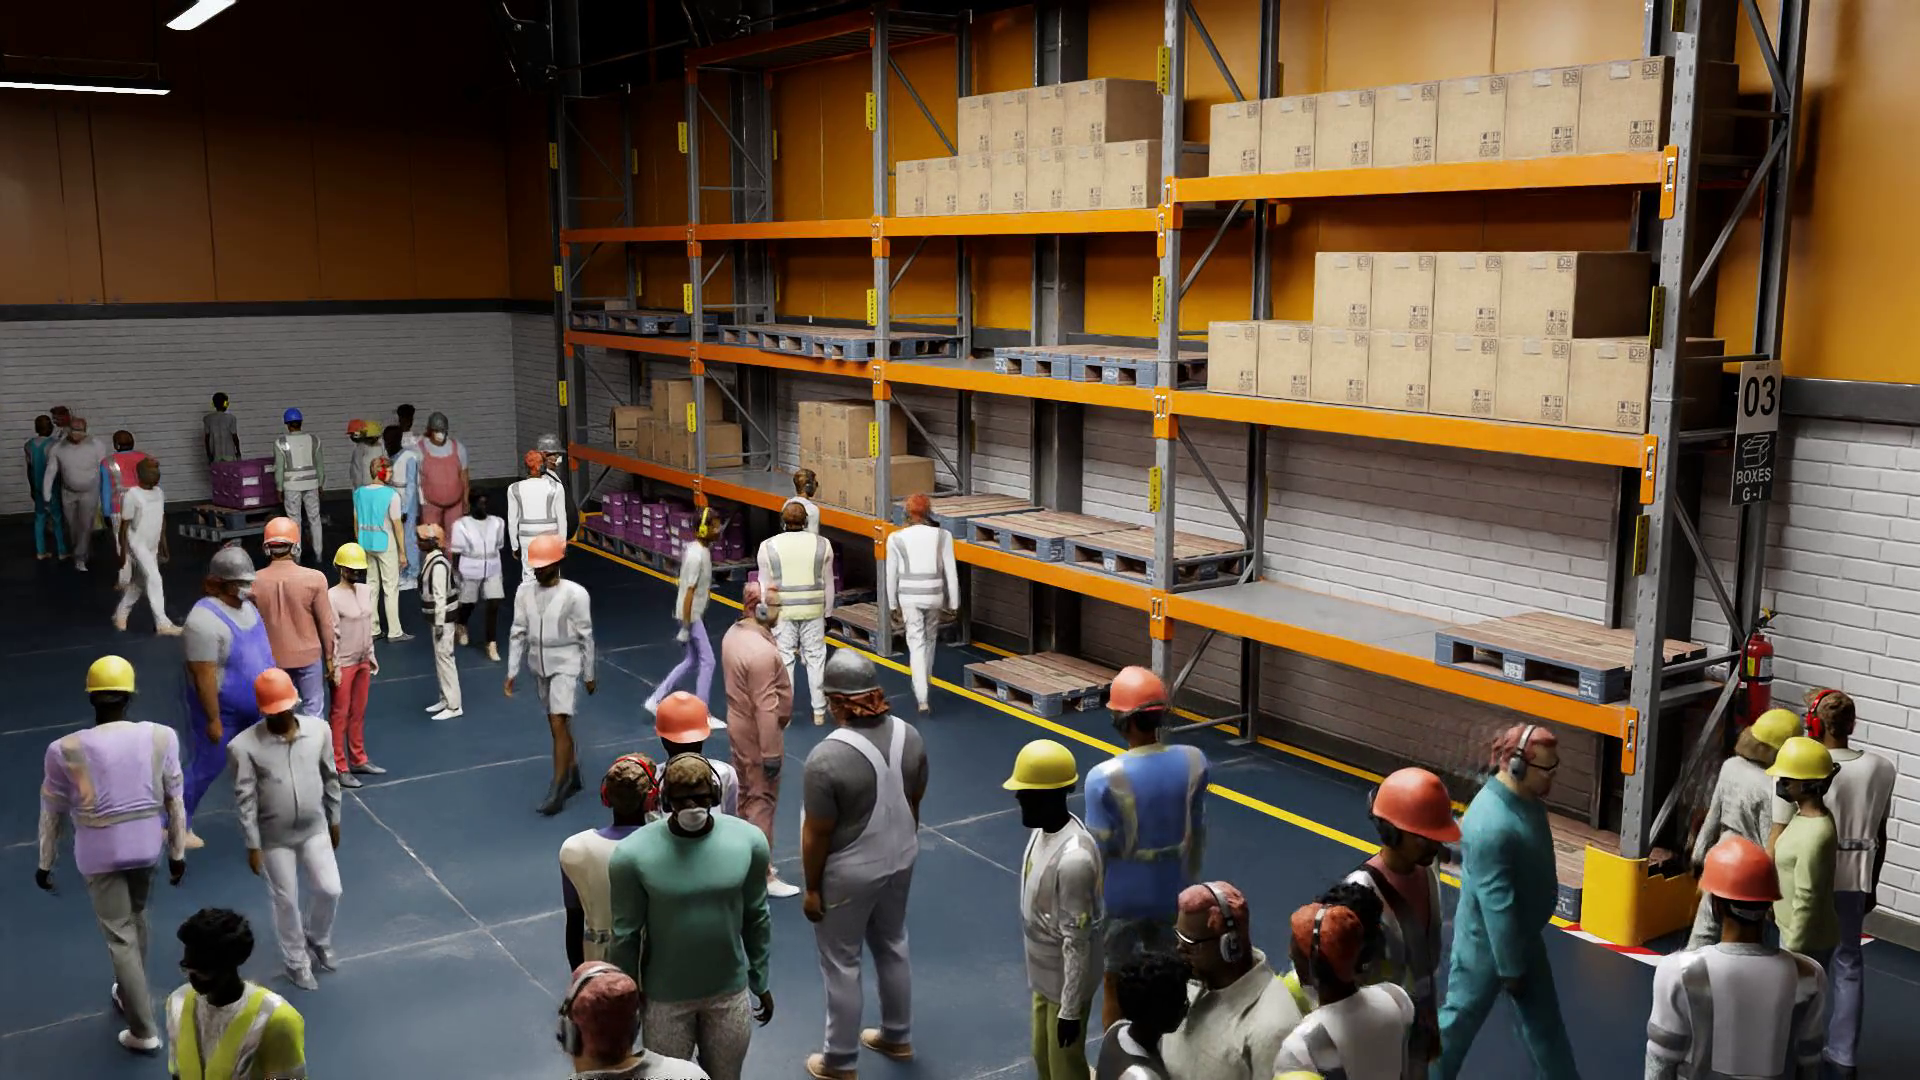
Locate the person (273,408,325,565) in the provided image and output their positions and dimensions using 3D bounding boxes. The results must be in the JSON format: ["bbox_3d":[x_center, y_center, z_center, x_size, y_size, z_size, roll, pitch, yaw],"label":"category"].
[{"bbox_3d":[-8.175,-0.663,20.596,0.602,1.943,0.394,-8,13,-41],"label":"person"}]

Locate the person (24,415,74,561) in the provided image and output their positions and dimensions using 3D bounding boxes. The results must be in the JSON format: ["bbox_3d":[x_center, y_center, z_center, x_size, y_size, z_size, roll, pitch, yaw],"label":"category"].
[{"bbox_3d":[-11.425,-0.648,20.839,0.504,1.838,0.338,1,10,3],"label":"person"}]

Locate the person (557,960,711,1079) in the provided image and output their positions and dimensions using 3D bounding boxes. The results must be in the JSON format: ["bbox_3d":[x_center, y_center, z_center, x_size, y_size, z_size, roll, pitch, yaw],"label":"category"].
[{"bbox_3d":[-0.947,2.093,4.580,0.403,1.894,0.655,9,13,43],"label":"person"}]

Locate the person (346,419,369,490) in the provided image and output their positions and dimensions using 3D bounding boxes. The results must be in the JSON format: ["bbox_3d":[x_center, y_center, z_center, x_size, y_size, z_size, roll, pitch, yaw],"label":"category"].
[{"bbox_3d":[-7.648,-0.675,21.272,0.353,1.738,0.574,-1,10,-6],"label":"person"}]

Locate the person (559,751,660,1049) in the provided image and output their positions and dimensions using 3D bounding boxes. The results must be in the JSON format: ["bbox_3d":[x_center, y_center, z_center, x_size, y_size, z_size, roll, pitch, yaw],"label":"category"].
[{"bbox_3d":[-1.294,1.762,6.638,0.564,1.848,0.388,1,10,4],"label":"person"}]

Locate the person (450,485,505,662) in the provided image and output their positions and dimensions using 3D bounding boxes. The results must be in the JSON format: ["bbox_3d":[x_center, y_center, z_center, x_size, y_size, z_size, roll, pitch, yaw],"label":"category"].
[{"bbox_3d":[-4.595,0.288,15.812,0.530,1.673,0.751,-7,12,-34],"label":"person"}]

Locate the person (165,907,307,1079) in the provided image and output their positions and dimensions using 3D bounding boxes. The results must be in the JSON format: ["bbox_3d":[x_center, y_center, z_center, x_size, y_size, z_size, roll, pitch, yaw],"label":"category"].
[{"bbox_3d":[-2.395,2.025,5.553,0.564,1.691,0.326,3,10,18],"label":"person"}]

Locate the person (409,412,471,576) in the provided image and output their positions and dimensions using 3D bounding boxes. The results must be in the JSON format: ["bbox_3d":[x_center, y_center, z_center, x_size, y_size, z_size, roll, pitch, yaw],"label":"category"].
[{"bbox_3d":[-6.038,-0.504,19.378,0.692,2.000,0.538,-6,11,-31],"label":"person"}]

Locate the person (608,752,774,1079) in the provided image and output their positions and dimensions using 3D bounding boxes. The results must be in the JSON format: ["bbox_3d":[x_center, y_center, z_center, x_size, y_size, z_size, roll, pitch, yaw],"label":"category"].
[{"bbox_3d":[-1.027,1.751,6.436,0.636,1.938,0.355,-4,10,-22],"label":"person"}]

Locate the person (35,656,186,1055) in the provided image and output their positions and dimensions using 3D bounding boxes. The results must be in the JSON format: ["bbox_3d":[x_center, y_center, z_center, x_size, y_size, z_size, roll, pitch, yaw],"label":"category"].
[{"bbox_3d":[-4.135,1.496,8.084,0.898,1.884,0.604,9,13,41],"label":"person"}]

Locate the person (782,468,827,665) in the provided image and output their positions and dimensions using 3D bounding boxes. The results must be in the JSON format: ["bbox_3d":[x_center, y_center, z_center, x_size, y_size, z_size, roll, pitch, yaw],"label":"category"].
[{"bbox_3d":[-1.472,0.244,15.603,0.352,1.837,0.502,-9,13,-43],"label":"person"}]

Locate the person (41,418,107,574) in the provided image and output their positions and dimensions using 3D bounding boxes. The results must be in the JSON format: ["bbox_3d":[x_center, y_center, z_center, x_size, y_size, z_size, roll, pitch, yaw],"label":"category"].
[{"bbox_3d":[-10.730,-0.556,20.220,0.759,1.865,0.809,-2,10,-11],"label":"person"}]

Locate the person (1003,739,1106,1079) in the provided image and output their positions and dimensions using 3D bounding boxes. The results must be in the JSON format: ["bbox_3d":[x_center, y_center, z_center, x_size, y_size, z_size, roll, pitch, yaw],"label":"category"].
[{"bbox_3d":[0.372,1.729,6.633,0.398,1.919,0.595,-2,10,-9],"label":"person"}]

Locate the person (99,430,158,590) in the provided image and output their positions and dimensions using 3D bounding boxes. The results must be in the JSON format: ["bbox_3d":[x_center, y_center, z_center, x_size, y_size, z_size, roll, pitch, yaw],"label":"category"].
[{"bbox_3d":[-9.512,-0.344,19.065,0.431,1.835,0.624,9,13,42],"label":"person"}]

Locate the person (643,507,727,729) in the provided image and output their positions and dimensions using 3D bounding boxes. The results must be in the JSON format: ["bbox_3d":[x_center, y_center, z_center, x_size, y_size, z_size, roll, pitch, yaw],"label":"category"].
[{"bbox_3d":[-2.210,0.626,13.390,0.715,1.834,0.534,-1,10,-5],"label":"person"}]

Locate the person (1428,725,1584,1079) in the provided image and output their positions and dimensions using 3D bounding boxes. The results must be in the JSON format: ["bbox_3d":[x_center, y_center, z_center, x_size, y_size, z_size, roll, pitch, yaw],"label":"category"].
[{"bbox_3d":[2.409,1.693,7.012,0.966,1.856,0.659,6,11,32],"label":"person"}]

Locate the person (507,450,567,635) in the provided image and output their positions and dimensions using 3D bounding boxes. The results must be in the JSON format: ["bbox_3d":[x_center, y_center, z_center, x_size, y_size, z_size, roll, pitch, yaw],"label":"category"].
[{"bbox_3d":[-4.210,0.042,16.628,0.575,1.885,0.361,-1,10,-3],"label":"person"}]

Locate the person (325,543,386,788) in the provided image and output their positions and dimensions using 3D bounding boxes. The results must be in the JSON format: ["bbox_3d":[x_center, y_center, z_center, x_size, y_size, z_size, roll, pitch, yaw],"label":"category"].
[{"bbox_3d":[-4.384,0.889,12.021,0.329,1.764,0.524,3,10,14],"label":"person"}]

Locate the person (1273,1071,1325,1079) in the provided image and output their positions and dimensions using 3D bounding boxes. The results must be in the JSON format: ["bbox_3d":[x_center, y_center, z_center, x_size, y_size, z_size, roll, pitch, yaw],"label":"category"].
[{"bbox_3d":[0.845,2.209,4.349,0.322,1.737,0.484,2,10,13],"label":"person"}]

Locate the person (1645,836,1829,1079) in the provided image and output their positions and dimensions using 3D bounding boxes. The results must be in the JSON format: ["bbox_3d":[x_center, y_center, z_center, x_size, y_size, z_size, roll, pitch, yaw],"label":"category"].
[{"bbox_3d":[2.514,1.920,5.480,0.544,1.930,0.388,1,10,4],"label":"person"}]

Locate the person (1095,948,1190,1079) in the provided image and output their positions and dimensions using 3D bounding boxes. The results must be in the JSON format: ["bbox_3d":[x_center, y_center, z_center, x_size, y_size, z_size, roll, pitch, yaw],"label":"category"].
[{"bbox_3d":[0.544,2.085,5.212,0.348,1.685,0.539,-1,10,-4],"label":"person"}]

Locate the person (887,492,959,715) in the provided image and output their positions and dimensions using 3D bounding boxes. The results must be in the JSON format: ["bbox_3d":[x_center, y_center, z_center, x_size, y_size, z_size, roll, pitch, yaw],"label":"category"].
[{"bbox_3d":[-0.314,0.520,13.999,0.586,1.845,0.988,-2,10,-11],"label":"person"}]

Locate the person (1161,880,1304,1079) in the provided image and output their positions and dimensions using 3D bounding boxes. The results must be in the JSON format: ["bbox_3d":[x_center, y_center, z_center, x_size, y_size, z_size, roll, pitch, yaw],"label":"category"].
[{"bbox_3d":[0.807,1.982,5.223,0.400,1.893,0.658,-4,10,-23],"label":"person"}]

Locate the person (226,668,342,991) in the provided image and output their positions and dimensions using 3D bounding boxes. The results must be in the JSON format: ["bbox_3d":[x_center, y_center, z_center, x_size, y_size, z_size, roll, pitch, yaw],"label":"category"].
[{"bbox_3d":[-3.441,1.491,8.579,0.567,1.727,0.369,-9,13,-43],"label":"person"}]

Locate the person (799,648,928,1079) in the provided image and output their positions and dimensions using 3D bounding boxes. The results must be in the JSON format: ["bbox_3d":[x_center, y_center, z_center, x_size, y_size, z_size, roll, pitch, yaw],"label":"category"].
[{"bbox_3d":[-0.493,1.486,7.698,0.536,2.000,0.686,9,13,43],"label":"person"}]

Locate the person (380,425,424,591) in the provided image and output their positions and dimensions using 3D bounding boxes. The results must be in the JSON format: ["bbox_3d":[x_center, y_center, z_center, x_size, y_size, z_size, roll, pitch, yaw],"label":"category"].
[{"bbox_3d":[-6.393,-0.370,19.011,0.627,1.902,0.466,7,12,36],"label":"person"}]

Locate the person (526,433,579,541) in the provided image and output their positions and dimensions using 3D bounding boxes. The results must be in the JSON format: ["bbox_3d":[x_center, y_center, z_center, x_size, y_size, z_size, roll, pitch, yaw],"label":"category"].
[{"bbox_3d":[-4.150,-0.087,16.928,0.535,2.000,0.681,-2,10,-12],"label":"person"}]

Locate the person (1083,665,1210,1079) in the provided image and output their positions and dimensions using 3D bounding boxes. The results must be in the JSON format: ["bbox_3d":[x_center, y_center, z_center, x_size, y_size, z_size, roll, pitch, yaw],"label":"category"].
[{"bbox_3d":[0.829,1.560,7.306,0.639,2.024,0.640,-4,11,-23],"label":"person"}]

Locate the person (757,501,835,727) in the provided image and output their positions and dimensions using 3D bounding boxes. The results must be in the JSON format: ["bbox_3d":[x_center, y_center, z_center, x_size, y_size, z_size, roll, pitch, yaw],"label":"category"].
[{"bbox_3d":[-1.327,0.600,13.480,0.624,1.845,0.430,-2,10,-11],"label":"person"}]

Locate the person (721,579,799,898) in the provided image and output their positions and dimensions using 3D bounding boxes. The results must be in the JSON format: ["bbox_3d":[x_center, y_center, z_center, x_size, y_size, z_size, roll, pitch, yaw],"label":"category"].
[{"bbox_3d":[-1.187,1.173,9.936,0.403,1.904,0.651,-4,11,-23],"label":"person"}]

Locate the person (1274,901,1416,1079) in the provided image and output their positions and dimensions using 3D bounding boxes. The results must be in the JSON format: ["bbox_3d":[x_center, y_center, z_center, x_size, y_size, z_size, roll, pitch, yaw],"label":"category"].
[{"bbox_3d":[1.135,2.005,5.161,0.614,1.869,0.425,-7,12,-36],"label":"person"}]

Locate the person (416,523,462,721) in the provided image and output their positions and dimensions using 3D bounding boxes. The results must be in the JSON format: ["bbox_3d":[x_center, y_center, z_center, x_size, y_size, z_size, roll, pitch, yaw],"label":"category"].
[{"bbox_3d":[-4.296,0.665,13.725,0.316,1.632,0.526,-4,11,-24],"label":"person"}]

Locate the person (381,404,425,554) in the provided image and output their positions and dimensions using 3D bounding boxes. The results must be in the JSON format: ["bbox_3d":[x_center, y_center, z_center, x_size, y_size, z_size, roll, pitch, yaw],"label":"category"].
[{"bbox_3d":[-7.017,-0.771,21.205,0.634,1.942,0.624,2,10,12],"label":"person"}]

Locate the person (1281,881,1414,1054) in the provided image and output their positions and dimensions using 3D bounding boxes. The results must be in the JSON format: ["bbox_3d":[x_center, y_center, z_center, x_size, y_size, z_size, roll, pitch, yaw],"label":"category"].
[{"bbox_3d":[1.321,1.977,5.865,0.544,1.686,0.468,-3,10,-17],"label":"person"}]

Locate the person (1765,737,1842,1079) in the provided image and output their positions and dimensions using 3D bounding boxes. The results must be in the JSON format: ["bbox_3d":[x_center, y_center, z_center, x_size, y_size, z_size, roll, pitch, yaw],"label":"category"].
[{"bbox_3d":[3.616,1.711,7.200,0.341,1.760,0.525,5,11,25],"label":"person"}]

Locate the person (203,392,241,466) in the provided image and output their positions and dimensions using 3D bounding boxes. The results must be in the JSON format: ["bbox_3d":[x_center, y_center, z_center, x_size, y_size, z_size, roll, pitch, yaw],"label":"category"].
[{"bbox_3d":[-10.613,-1.203,24.001,0.512,1.865,0.329,0,10,1],"label":"person"}]

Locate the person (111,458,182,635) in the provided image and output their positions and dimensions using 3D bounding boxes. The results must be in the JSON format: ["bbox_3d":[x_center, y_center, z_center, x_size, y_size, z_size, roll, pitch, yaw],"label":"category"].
[{"bbox_3d":[-8.280,0.067,16.737,0.857,1.812,0.504,1,10,9],"label":"person"}]

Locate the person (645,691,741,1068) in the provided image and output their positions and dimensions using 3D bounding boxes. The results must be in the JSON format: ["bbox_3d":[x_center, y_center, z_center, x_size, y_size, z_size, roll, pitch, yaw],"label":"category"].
[{"bbox_3d":[-1.197,1.603,7.308,0.552,1.937,0.356,-6,12,-33],"label":"person"}]

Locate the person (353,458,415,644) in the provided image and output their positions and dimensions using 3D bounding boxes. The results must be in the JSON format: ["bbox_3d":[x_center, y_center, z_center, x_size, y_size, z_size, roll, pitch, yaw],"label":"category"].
[{"bbox_3d":[-5.699,0.110,16.366,0.570,1.836,0.383,4,10,22],"label":"person"}]

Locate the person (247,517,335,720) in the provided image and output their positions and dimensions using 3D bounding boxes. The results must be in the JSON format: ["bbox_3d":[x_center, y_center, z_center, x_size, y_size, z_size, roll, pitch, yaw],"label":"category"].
[{"bbox_3d":[-4.704,0.829,11.690,0.608,1.995,0.380,-2,10,-14],"label":"person"}]

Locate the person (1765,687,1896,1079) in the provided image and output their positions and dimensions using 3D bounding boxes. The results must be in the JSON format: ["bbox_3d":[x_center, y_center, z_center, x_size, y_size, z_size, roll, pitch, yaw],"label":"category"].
[{"bbox_3d":[3.979,1.596,7.653,0.564,1.837,0.386,0,10,-3],"label":"person"}]

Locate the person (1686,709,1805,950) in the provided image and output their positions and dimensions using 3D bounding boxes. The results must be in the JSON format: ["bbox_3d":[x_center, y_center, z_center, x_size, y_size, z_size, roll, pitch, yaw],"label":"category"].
[{"bbox_3d":[3.725,1.601,8.009,0.364,1.699,0.688,-1,10,-9],"label":"person"}]

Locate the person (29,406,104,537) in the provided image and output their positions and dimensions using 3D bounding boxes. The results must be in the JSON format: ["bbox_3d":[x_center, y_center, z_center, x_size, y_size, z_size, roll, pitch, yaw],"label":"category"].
[{"bbox_3d":[-12.089,-0.903,22.428,0.943,1.791,0.588,-8,13,-40],"label":"person"}]

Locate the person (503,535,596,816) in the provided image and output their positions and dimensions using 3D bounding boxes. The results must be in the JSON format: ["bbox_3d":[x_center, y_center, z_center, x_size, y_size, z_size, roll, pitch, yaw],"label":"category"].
[{"bbox_3d":[-2.855,0.916,11.432,0.551,1.898,0.851,4,10,20],"label":"person"}]

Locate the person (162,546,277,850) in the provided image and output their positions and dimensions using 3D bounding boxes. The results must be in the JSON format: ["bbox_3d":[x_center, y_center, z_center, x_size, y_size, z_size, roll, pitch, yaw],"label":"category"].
[{"bbox_3d":[-4.710,0.983,10.645,0.973,2.000,0.684,1,10,9],"label":"person"}]

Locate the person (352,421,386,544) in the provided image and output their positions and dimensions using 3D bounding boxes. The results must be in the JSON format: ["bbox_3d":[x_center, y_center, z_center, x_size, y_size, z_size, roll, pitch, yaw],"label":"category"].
[{"bbox_3d":[-7.485,-0.645,21.119,0.682,1.726,0.402,-1,10,-5],"label":"person"}]

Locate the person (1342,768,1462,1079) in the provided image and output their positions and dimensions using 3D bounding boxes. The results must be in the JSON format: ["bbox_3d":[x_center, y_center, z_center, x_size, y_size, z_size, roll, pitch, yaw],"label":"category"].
[{"bbox_3d":[1.564,1.790,5.963,0.410,2.030,0.611,9,13,41],"label":"person"}]
